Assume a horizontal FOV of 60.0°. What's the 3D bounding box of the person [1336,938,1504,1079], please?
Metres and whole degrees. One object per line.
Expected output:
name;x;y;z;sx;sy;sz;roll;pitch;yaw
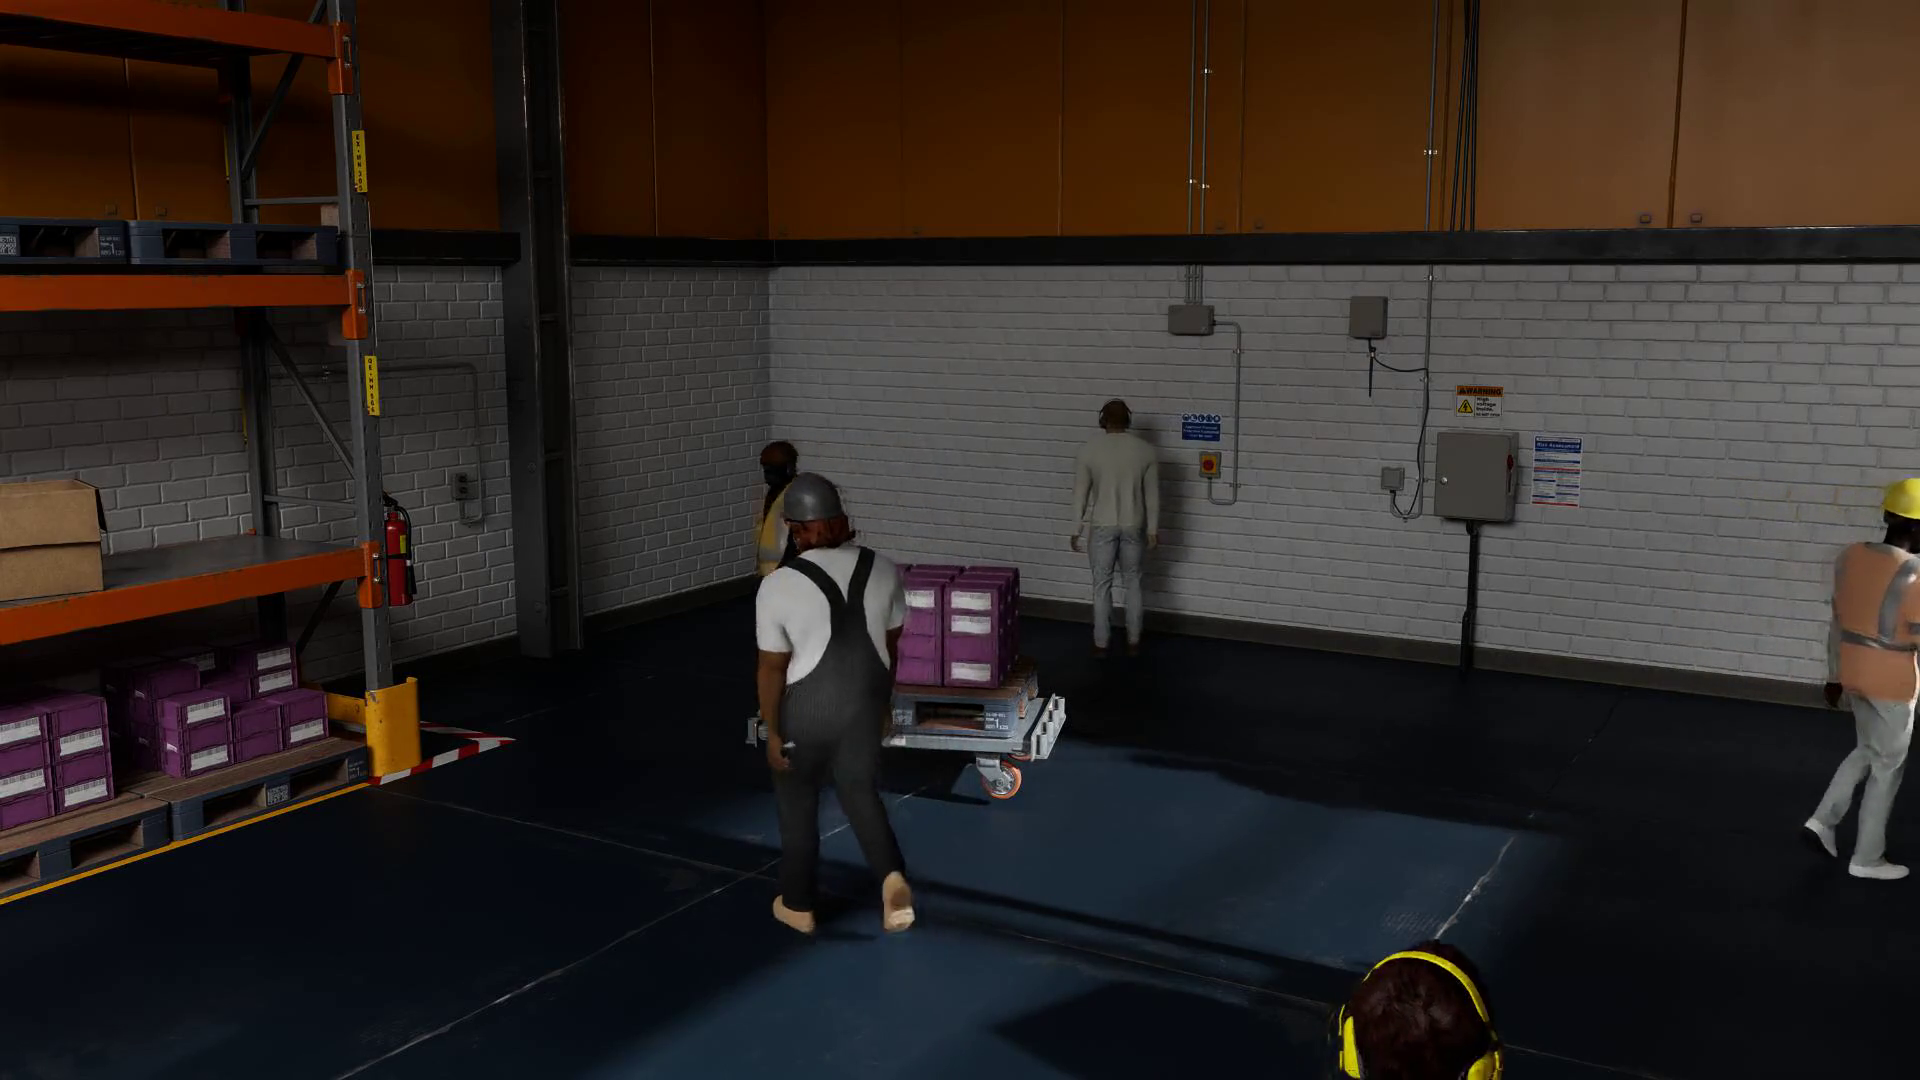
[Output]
person;0.667;1.517;2.539;0.501;1.855;0.431;7;12;38

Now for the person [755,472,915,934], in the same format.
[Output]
person;-0.542;0.703;7.033;0.689;2.000;0.734;-5;11;-30

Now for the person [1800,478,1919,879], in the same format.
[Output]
person;4.297;0.658;7.746;0.432;1.903;0.608;-2;9;-12

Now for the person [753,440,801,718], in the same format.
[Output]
person;-1.087;0.279;10.374;0.461;1.816;0.631;-5;10;-29

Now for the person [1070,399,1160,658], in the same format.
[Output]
person;1.153;-0.085;12.359;0.656;1.919;0.420;-1;9;-8
